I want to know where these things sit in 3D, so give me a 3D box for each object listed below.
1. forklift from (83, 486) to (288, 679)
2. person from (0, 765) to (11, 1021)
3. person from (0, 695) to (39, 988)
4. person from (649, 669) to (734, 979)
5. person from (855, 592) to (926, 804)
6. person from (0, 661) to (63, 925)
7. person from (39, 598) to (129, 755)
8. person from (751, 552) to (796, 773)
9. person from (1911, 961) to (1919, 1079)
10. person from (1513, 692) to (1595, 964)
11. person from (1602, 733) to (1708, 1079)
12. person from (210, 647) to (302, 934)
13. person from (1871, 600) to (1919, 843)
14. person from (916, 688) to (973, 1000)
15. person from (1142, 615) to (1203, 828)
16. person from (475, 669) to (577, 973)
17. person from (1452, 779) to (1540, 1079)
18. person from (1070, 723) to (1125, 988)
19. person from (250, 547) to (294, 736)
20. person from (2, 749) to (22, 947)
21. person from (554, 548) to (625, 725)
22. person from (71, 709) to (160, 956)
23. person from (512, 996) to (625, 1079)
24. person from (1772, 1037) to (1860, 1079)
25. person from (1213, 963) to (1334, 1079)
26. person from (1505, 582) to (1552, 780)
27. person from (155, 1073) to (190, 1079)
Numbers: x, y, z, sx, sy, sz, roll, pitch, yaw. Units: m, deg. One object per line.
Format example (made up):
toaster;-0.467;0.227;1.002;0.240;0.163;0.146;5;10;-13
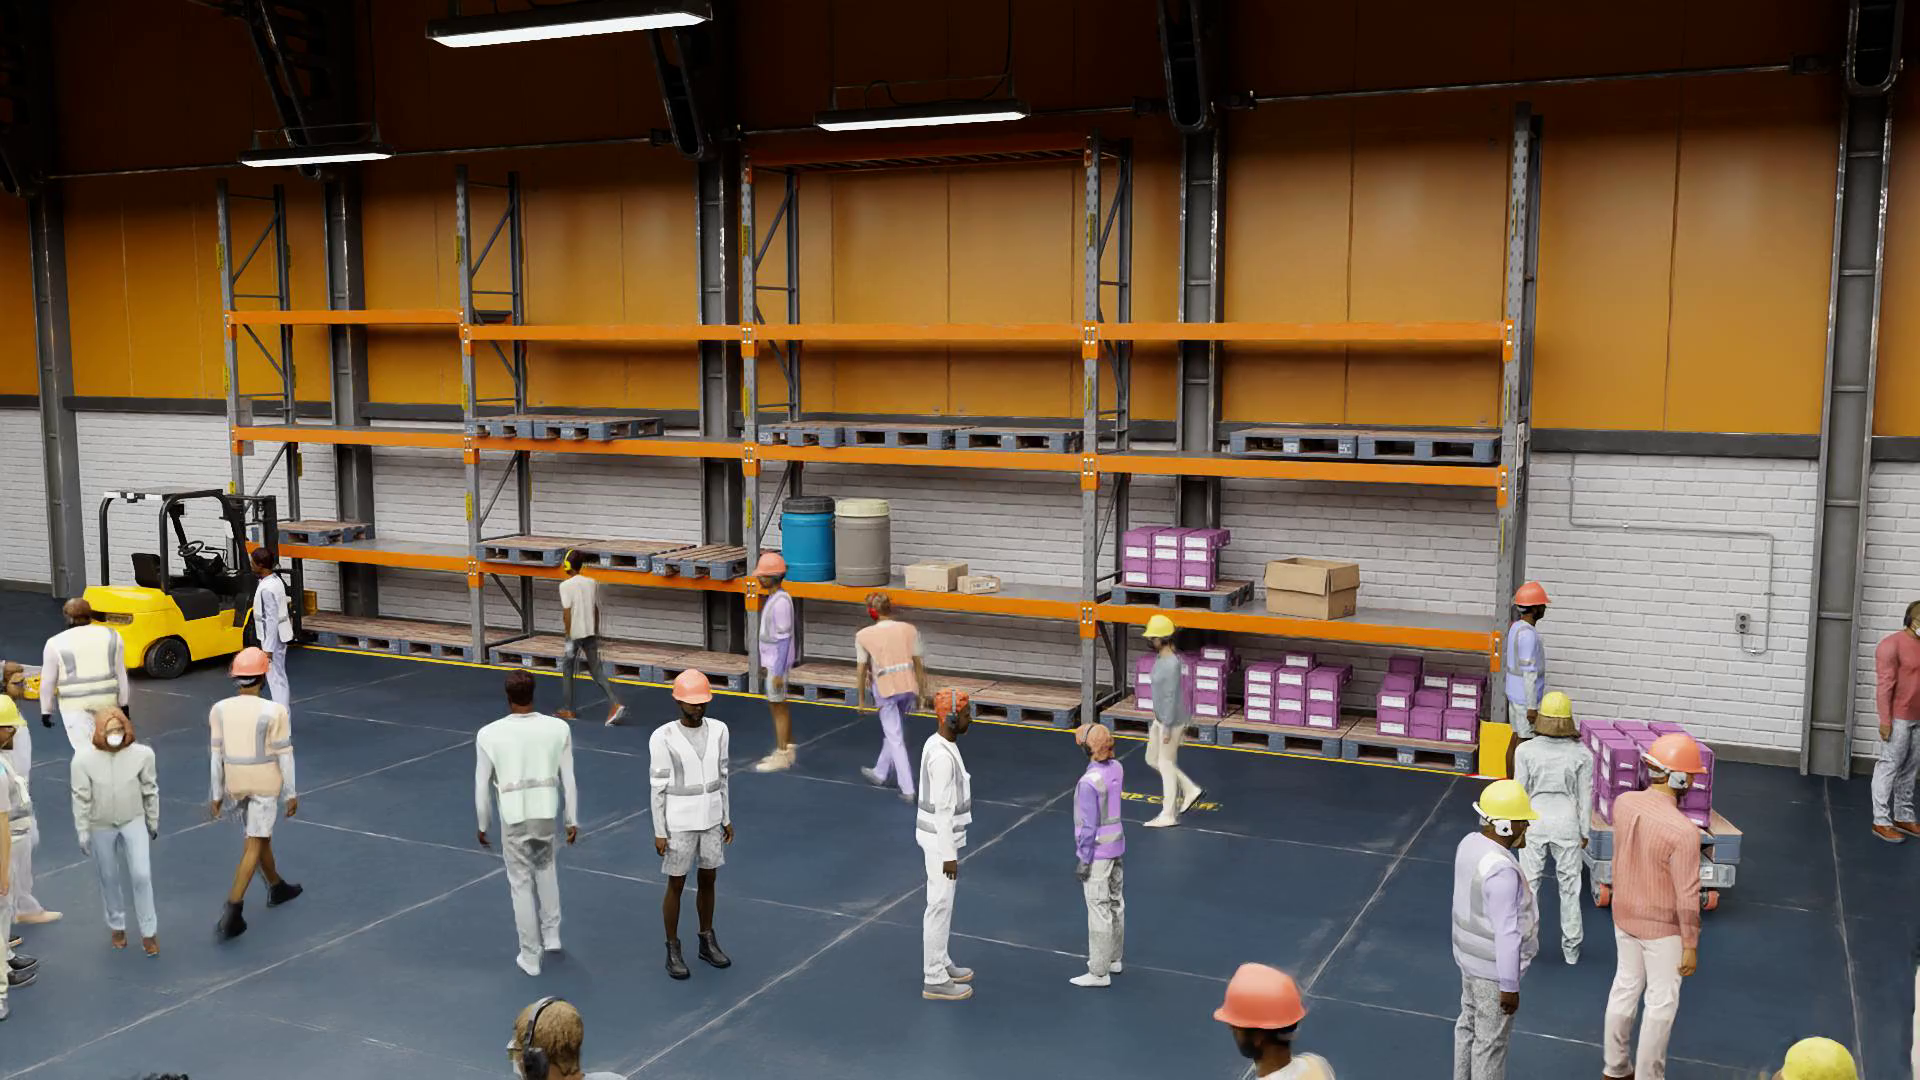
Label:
forklift;-9.426;0.454;20.179;1.214;2.155;2.313;3;8;26
person;-5.811;1.904;9.660;0.563;1.839;0.381;-2;7;-16
person;-5.915;1.848;10.215;0.403;1.817;0.605;-4;8;-31
person;-1.663;1.760;10.432;0.551;1.936;0.357;-5;9;-38
person;-0.617;1.347;14.451;0.589;1.788;0.919;-4;8;-32
person;-6.472;1.717;11.239;0.603;1.830;0.519;-2;7;-13
person;-7.447;1.385;14.092;0.933;1.795;0.652;6;9;42
person;-1.717;1.120;15.327;0.387;2.041;0.622;-1;7;-10
person;4.063;2.178;6.878;0.605;1.964;0.801;-6;9;-40
person;3.794;1.834;10.676;0.485;1.735;0.337;2;7;19
person;3.593;1.967;8.567;0.410;1.982;0.626;-2;7;-15
person;-4.823;1.675;11.333;0.556;1.897;0.993;1;7;11
person;7.543;1.425;13.227;0.627;1.934;0.370;-3;7;-22
person;-0.094;1.830;10.114;0.347;1.879;0.581;0;7;0
person;1.712;1.477;13.552;0.475;1.756;0.534;-1;7;-6
person;-2.752;1.771;10.564;0.600;1.889;0.576;-4;8;-30
person;2.647;2.079;8.230;0.403;1.829;0.601;0;7;-1
person;0.857;1.933;10.245;0.314;1.636;0.514;4;8;28
person;-6.873;1.020;16.642;0.383;1.914;0.591;-2;7;-17
person;-6.384;1.712;10.716;0.367;1.966;0.607;3;7;21
person;-3.866;1.008;17.213;0.948;1.820;0.555;5;9;38
person;-5.419;1.888;10.714;0.497;1.606;0.693;-4;8;-28
person;-1.248;2.391;5.272;0.377;1.931;0.636;3;7;23
person;2.765;2.463;5.591;0.886;1.700;0.503;3;8;24
person;1.020;2.357;5.553;0.404;1.928;0.581;5;9;36
person;4.799;1.319;14.062;0.343;1.942;0.552;1;7;7
person;-2.511;2.512;5.405;0.884;1.636;0.539;1;7;11
